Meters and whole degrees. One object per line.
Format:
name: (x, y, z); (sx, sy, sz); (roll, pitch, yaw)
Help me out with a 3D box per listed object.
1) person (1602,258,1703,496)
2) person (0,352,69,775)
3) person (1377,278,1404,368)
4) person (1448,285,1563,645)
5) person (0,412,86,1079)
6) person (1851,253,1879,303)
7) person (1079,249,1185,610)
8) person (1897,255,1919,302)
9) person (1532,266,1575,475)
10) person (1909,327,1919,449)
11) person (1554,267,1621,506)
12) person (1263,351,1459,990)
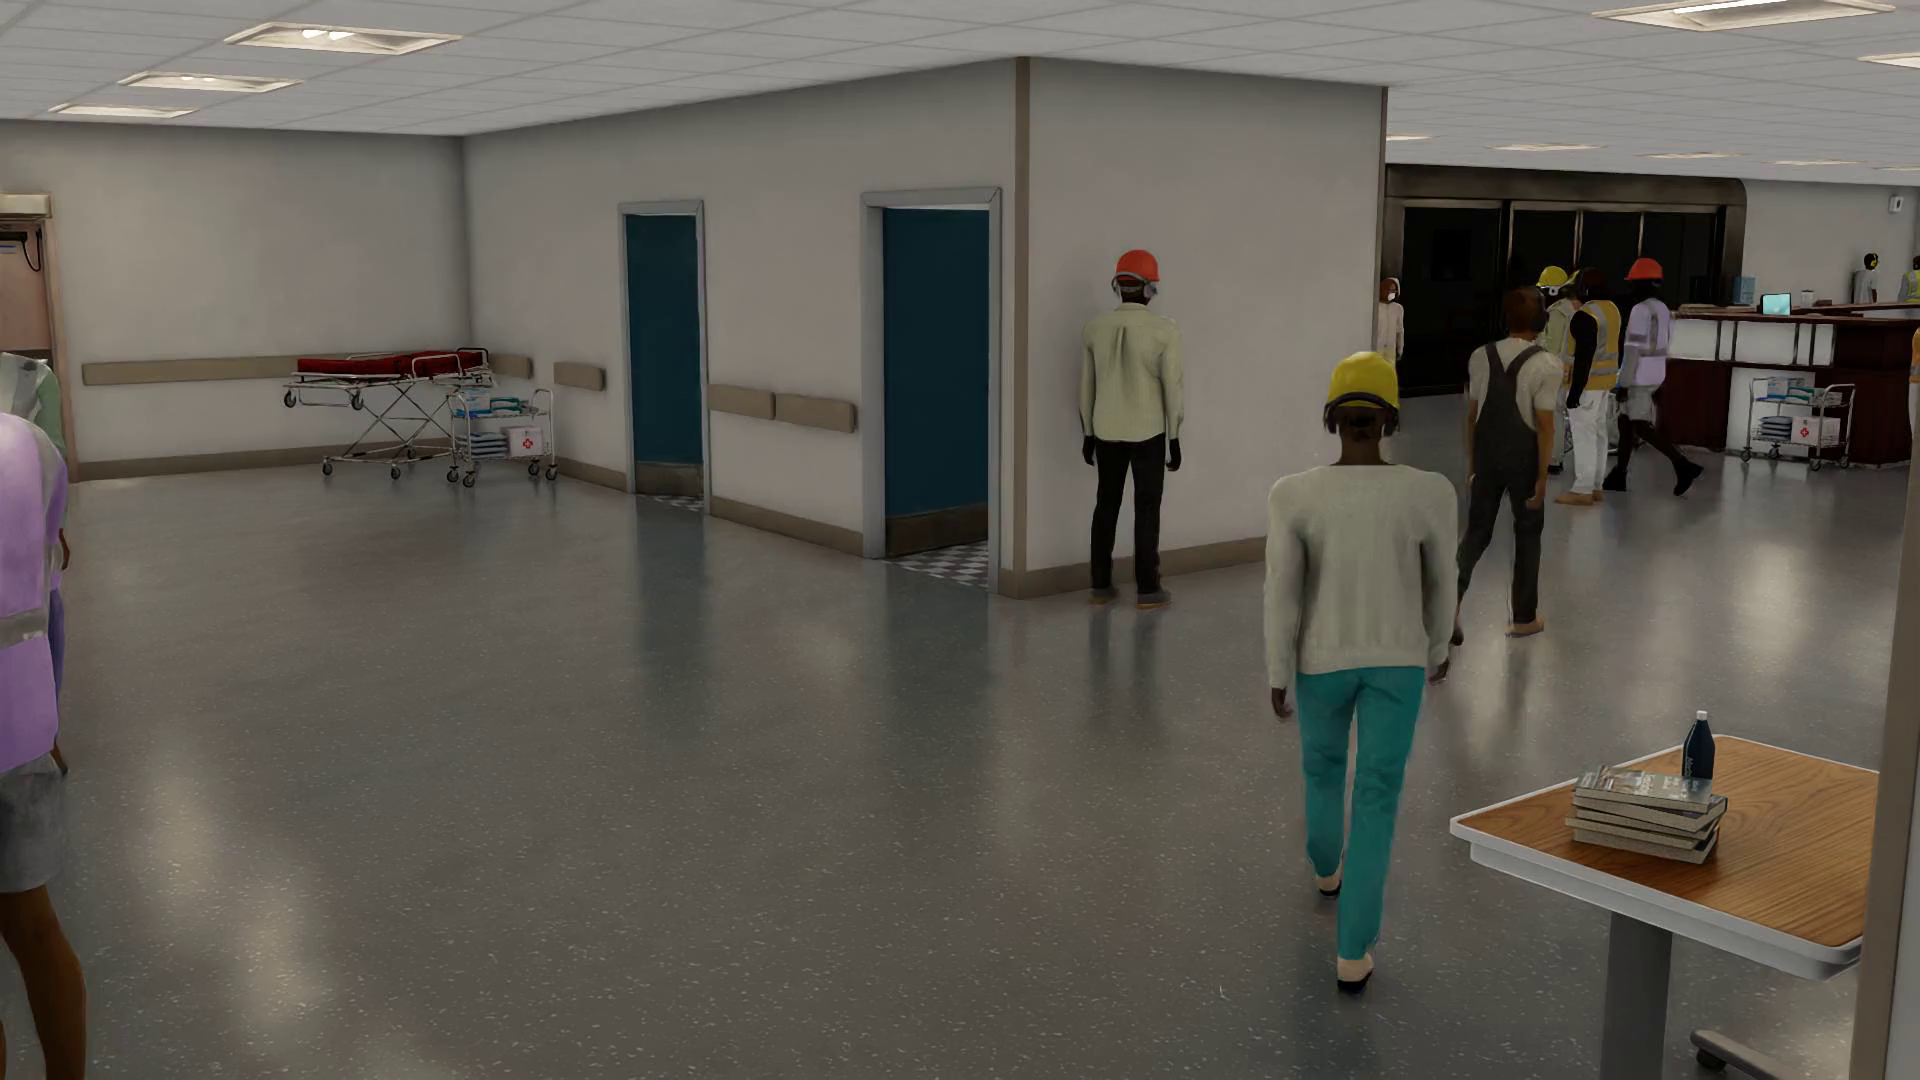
person: (5.558, -1.301, 13.337); (0.850, 1.913, 0.544); (8, 13, 37)
person: (-3.652, -0.048, 6.212); (0.601, 1.948, 0.386); (-5, 11, -26)
person: (4.851, -2.174, 19.044); (0.504, 1.627, 0.286); (-3, 11, -17)
person: (2.721, -0.363, 8.350); (0.513, 1.824, 0.832); (9, 13, 41)
person: (-2.072, 0.414, 3.404); (0.411, 2.032, 0.611); (1, 10, 7)
person: (15.452, -3.966, 28.437); (0.332, 1.858, 0.520); (-4, 11, -19)
person: (0.955, -0.609, 9.235); (0.616, 1.993, 0.393); (6, 12, 31)
person: (15.492, -3.694, 26.974); (0.629, 1.837, 0.429); (-1, 10, -4)
person: (5.200, -1.485, 14.623); (0.403, 1.824, 0.596); (5, 11, 25)
person: (5.710, -0.630, 9.510); (0.361, 1.935, 0.544); (-7, 12, -36)
person: (4.856, -1.187, 12.904); (0.429, 1.839, 0.627); (8, 13, 39)
person: (1.138, 0.328, 4.753); (0.523, 1.720, 0.915); (3, 11, 17)
